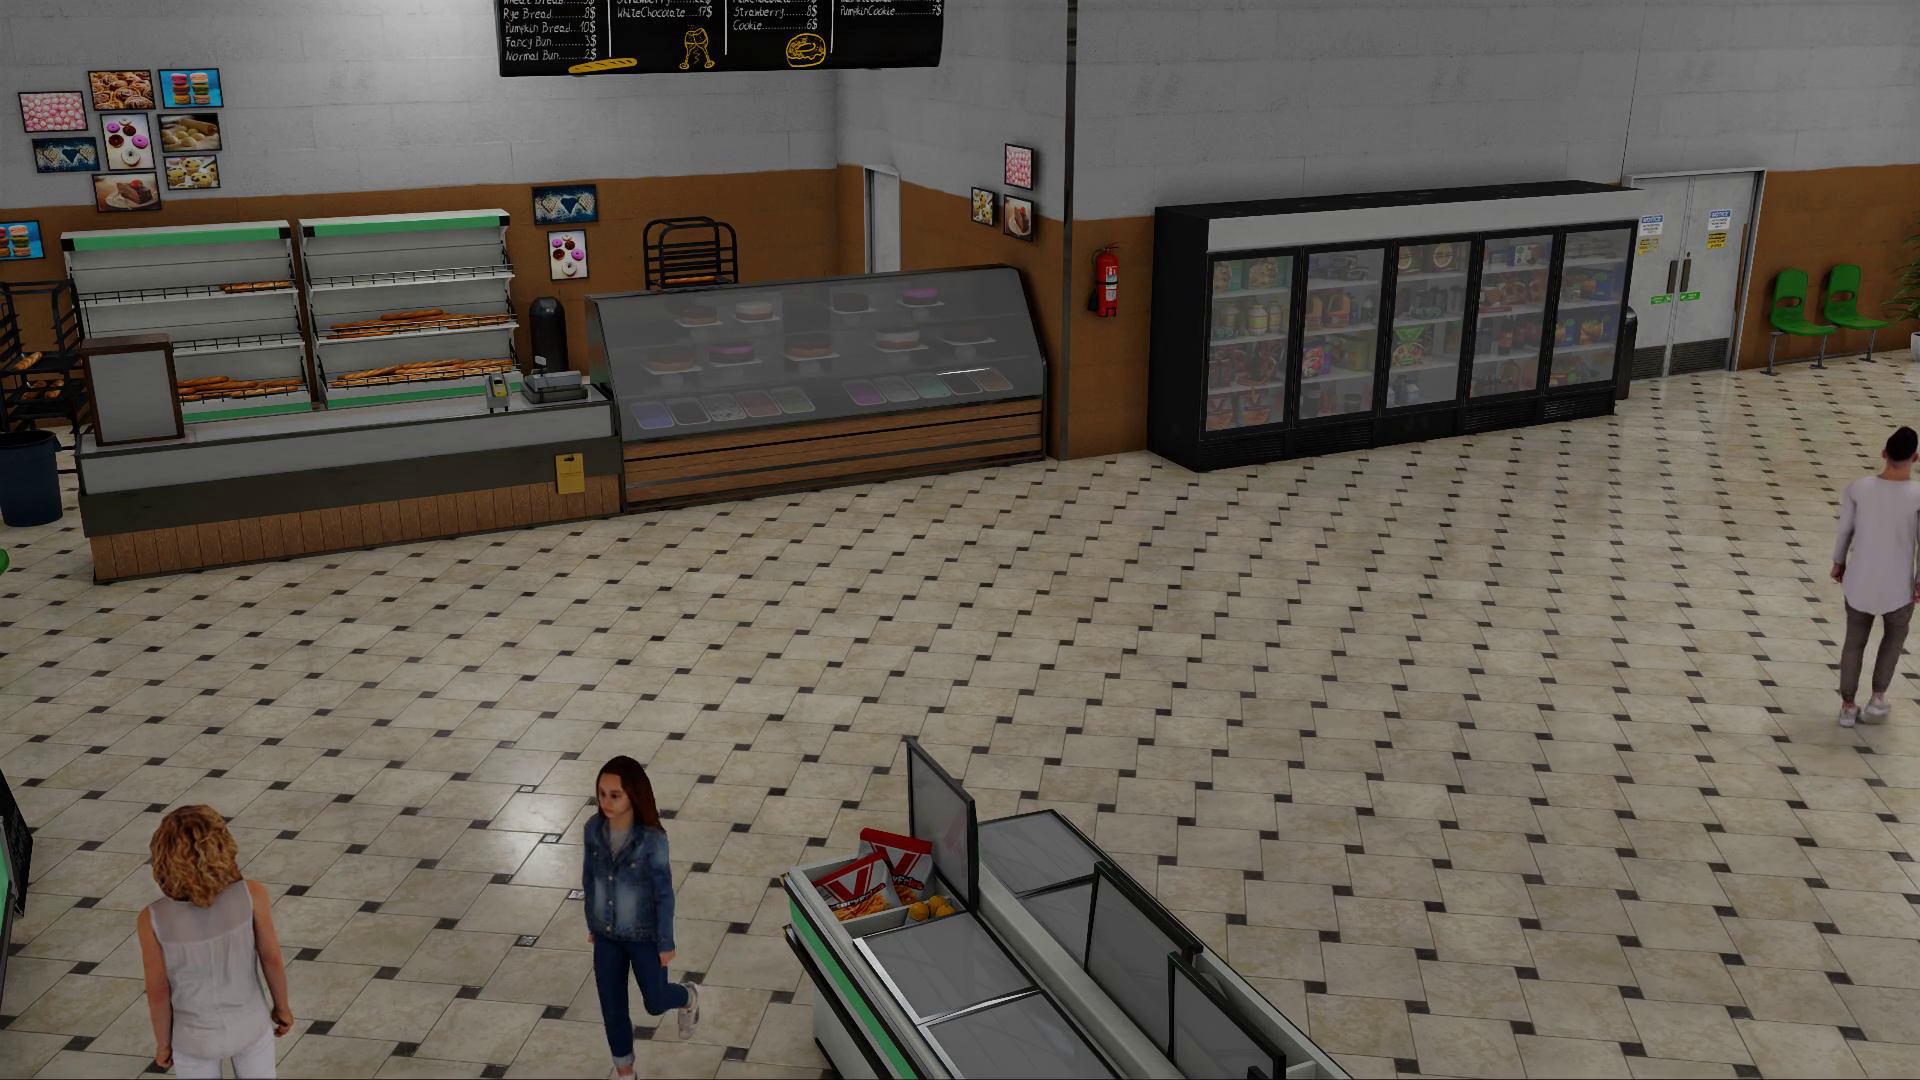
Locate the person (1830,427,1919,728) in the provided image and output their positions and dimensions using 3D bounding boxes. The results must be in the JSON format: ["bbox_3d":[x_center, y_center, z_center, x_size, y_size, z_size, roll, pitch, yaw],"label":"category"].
[{"bbox_3d":[5.392,0.248,9.777,0.760,1.829,0.872,14,23,36],"label":"person"}]

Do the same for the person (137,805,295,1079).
[{"bbox_3d":[-2.572,1.682,5.773,0.615,1.670,0.549,-10,21,-28],"label":"person"}]

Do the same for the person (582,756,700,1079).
[{"bbox_3d":[-1.262,1.517,6.591,0.875,1.461,0.930,7,20,20],"label":"person"}]
